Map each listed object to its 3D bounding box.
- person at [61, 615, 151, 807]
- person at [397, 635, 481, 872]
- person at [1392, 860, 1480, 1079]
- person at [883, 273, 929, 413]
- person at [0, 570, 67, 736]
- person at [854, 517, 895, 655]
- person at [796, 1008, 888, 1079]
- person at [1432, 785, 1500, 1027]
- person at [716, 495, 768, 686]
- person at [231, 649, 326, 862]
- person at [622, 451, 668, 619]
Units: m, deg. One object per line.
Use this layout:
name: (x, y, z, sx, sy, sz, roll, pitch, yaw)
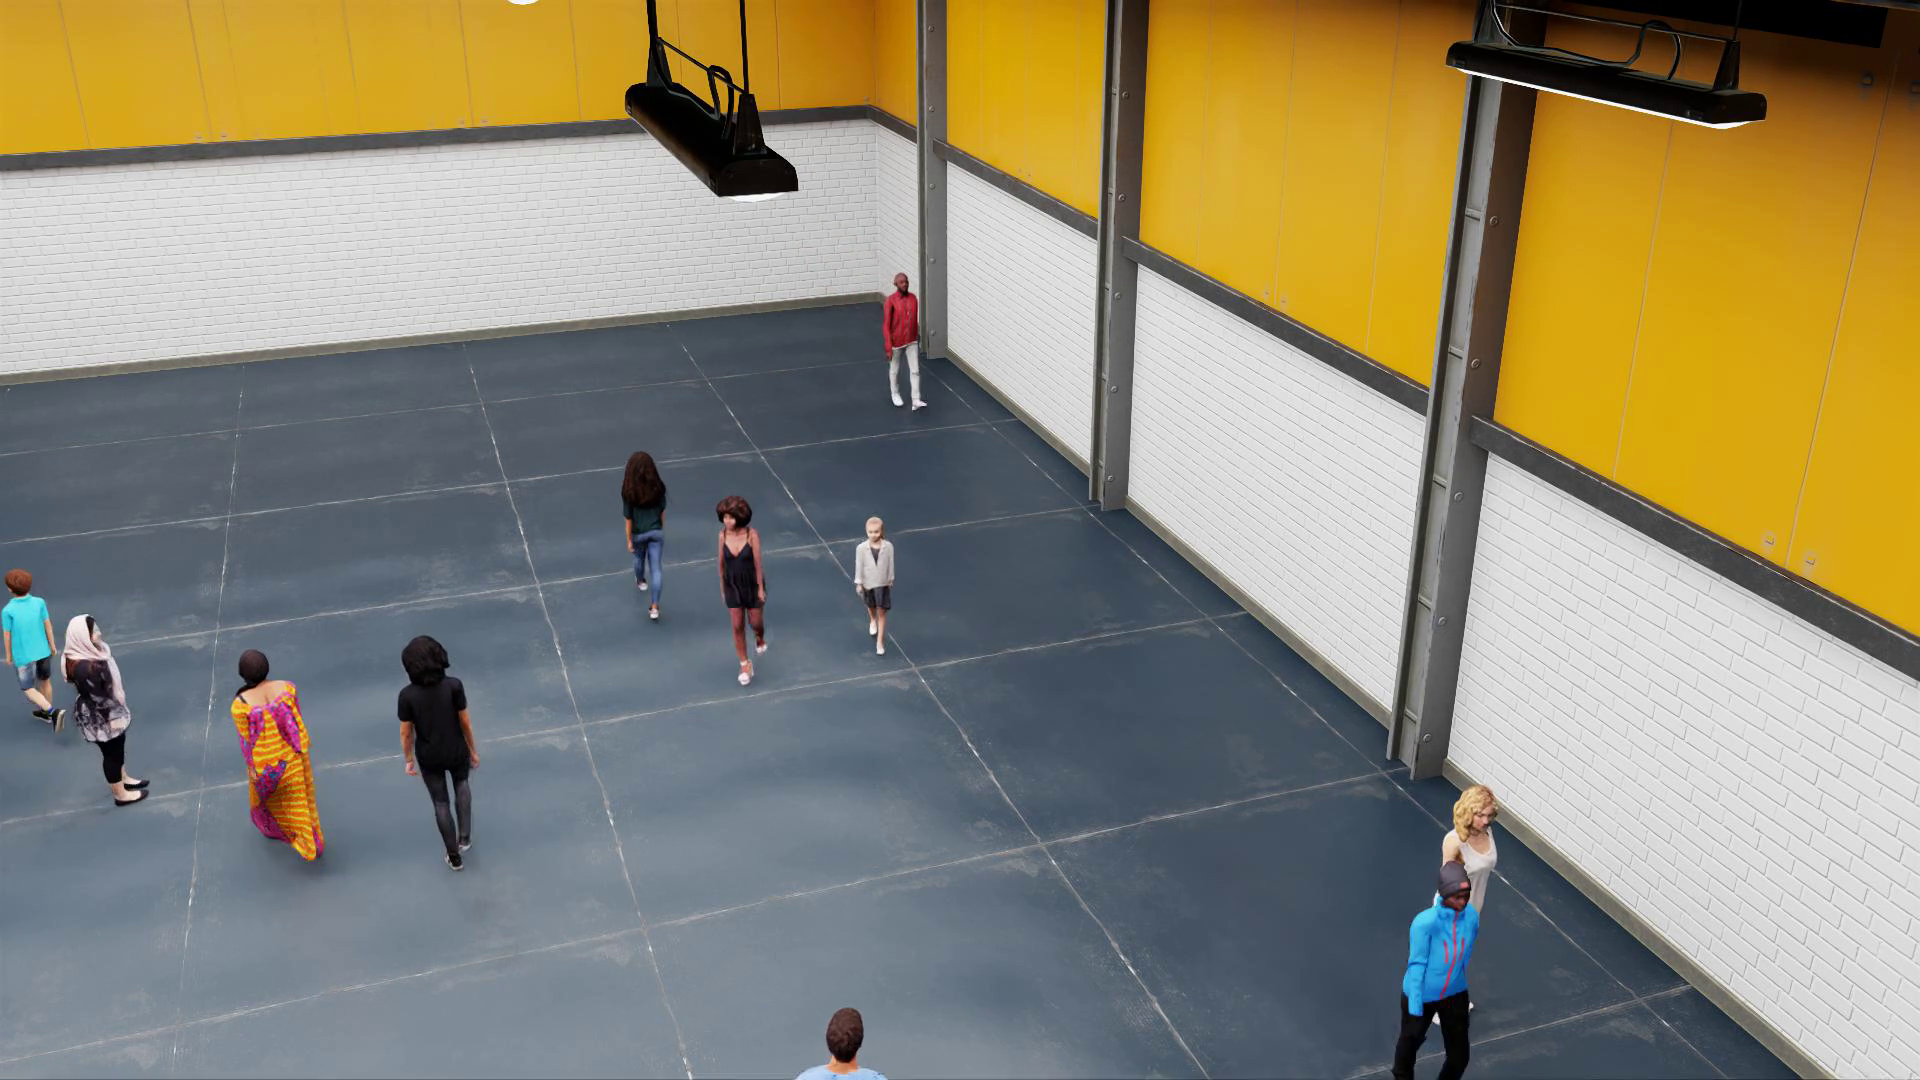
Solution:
person: (-6.630, 1.319, 12.749, 0.683, 1.627, 0.546, -11, 26, -24)
person: (-3.707, 1.569, 11.933, 0.680, 1.822, 0.660, -10, 25, -21)
person: (2.707, 2.583, 9.667, 0.640, 1.780, 0.742, -5, 24, -12)
person: (-0.786, -2.563, 21.436, 0.723, 1.782, 1.162, -10, 25, -21)
person: (-7.707, 0.940, 13.855, 0.910, 1.436, 0.815, 14, 27, 29)
person: (-0.781, 0.369, 15.399, 0.711, 1.244, 0.953, 0, 24, 1)
person: (-0.588, 3.178, 8.228, 0.797, 1.842, 0.957, -1, 24, -3)
person: (3.152, 2.270, 10.517, 0.660, 1.672, 0.648, -18, 29, -35)
person: (-1.891, 0.405, 14.656, 0.750, 1.774, 0.870, 2, 24, 5)
person: (-4.972, 1.573, 12.141, 0.873, 1.648, 1.271, -17, 29, -34)
person: (-2.966, -0.016, 15.874, 0.645, 1.571, 1.123, -7, 25, -15)
